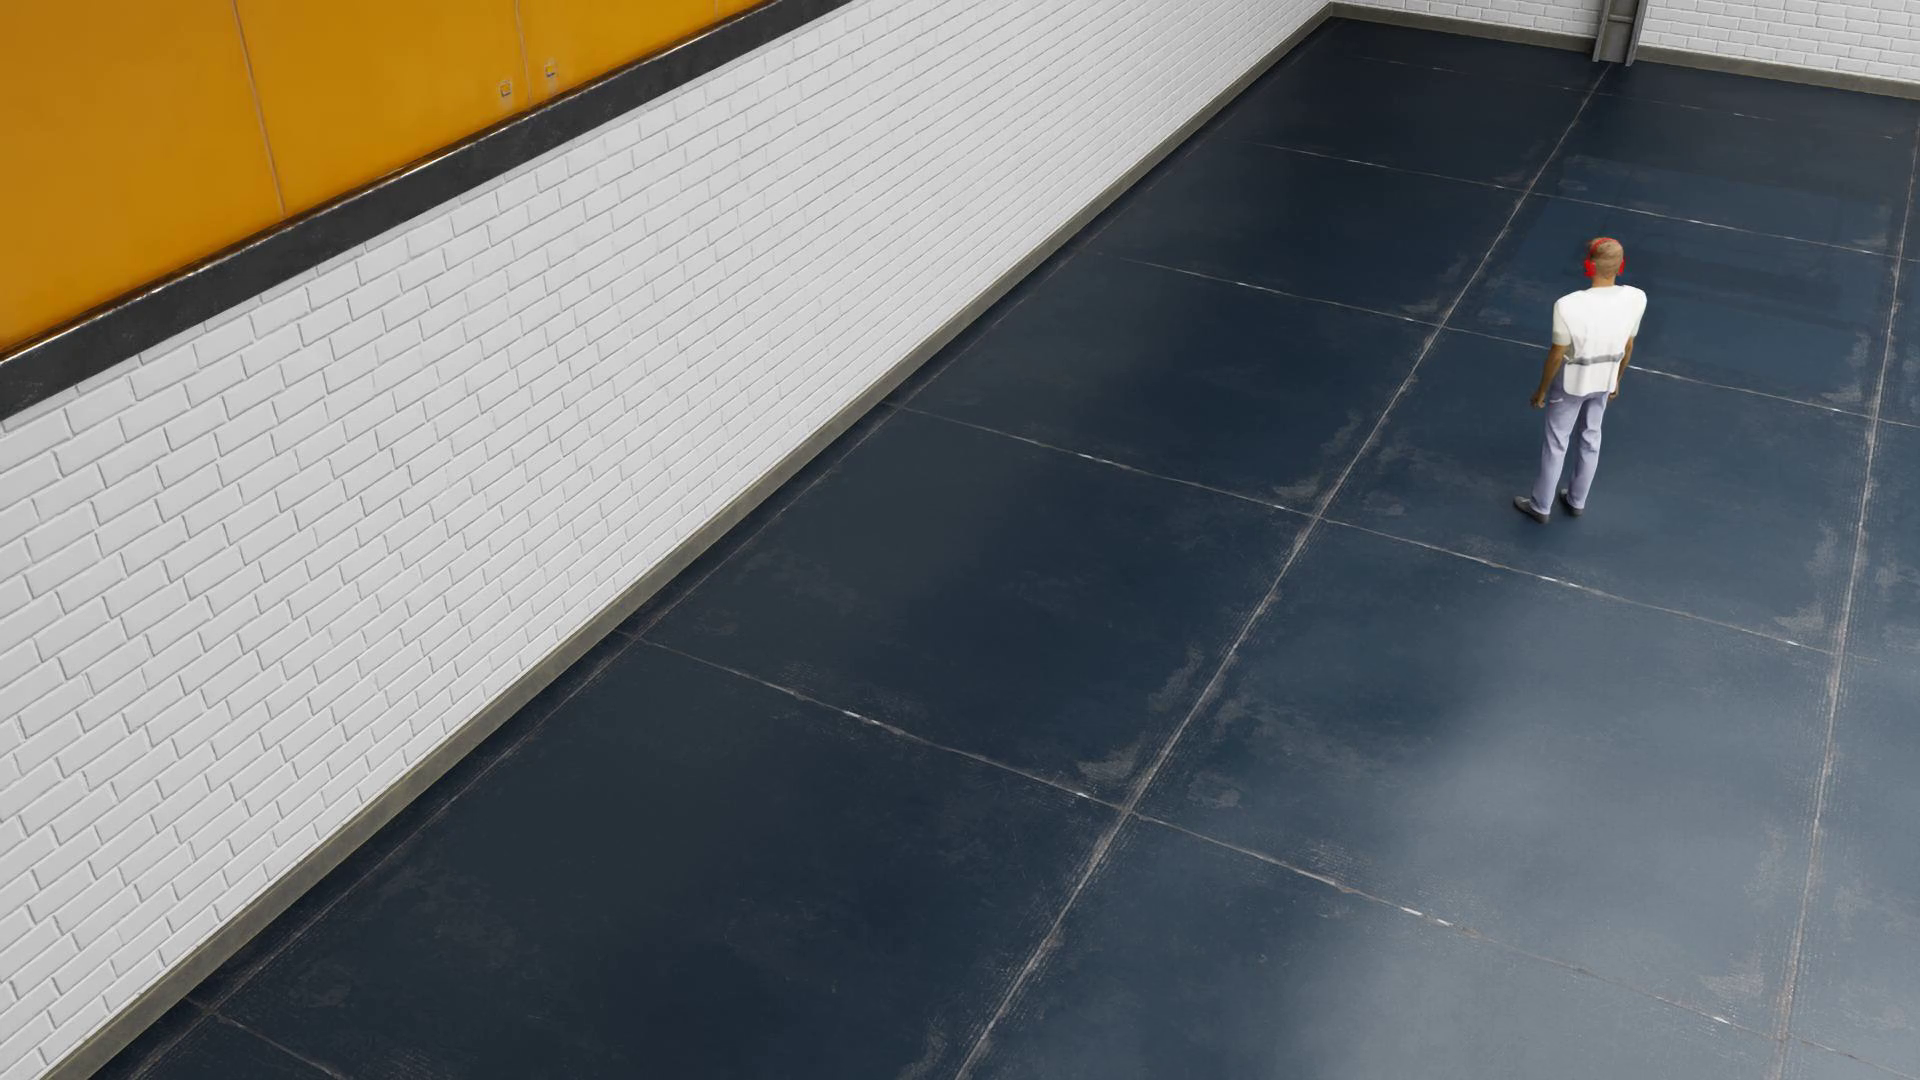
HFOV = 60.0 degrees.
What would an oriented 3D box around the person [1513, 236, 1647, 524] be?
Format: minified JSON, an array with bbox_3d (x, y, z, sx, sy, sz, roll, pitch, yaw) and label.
[{"bbox_3d":[3.711,-0.923,9.942,0.564,1.840,0.391,-7,35,-11],"label":"person"}]
